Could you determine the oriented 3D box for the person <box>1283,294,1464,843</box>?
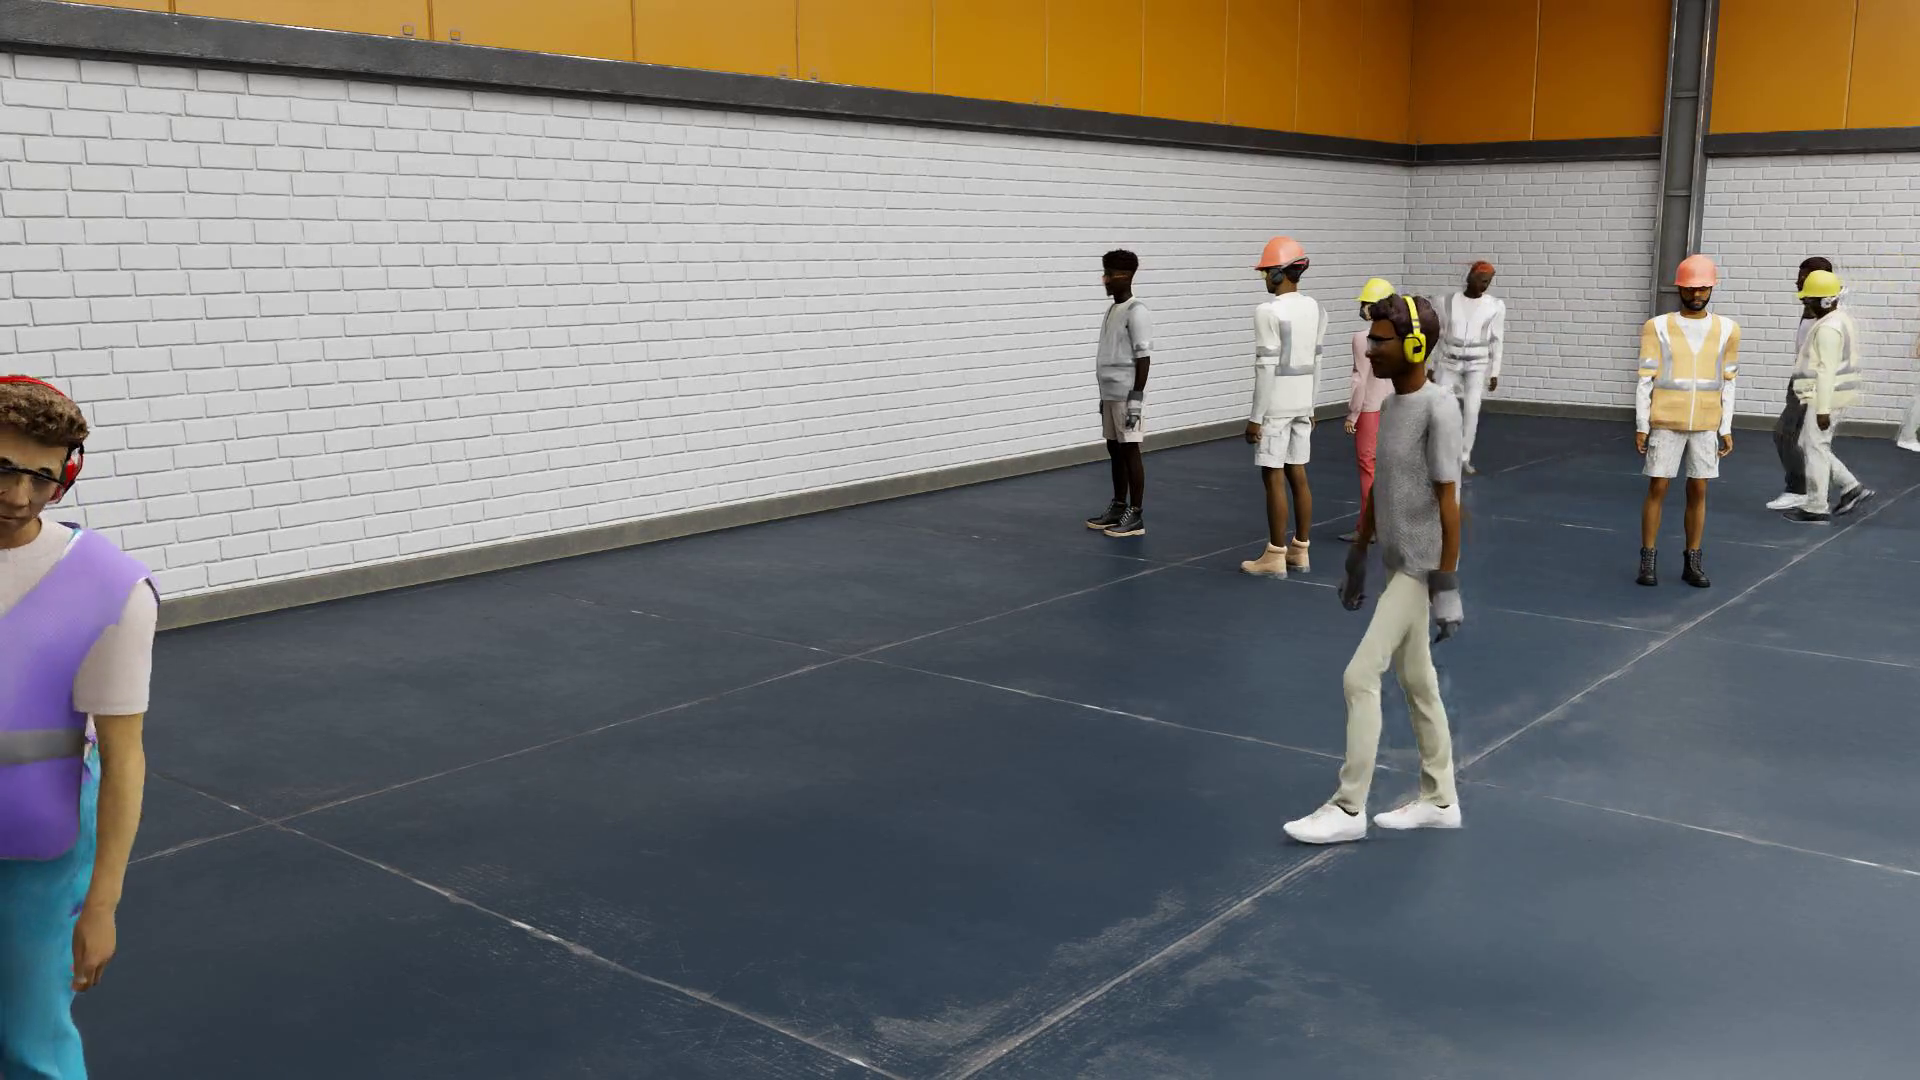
[{"bbox_3d":[1.387,0.111,5.576,0.798,1.840,0.561,-1,10,-4],"label":"person"}]

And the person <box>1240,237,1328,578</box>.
[{"bbox_3d":[1.922,-0.793,10.024,0.616,2.039,0.386,-10,14,-42],"label":"person"}]

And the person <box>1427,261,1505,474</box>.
[{"bbox_3d":[4.356,-1.496,14.458,0.691,1.847,0.437,4,11,23],"label":"person"}]

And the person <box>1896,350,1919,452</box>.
[{"bbox_3d":[9.314,-1.747,15.749,0.712,1.877,0.601,10,14,43],"label":"person"}]

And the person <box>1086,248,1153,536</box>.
[{"bbox_3d":[1.106,-1.011,11.437,0.361,1.964,0.614,-3,11,-16],"label":"person"}]

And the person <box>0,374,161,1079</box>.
[{"bbox_3d":[-1.770,0.593,3.026,0.664,1.789,0.639,-1,10,-5],"label":"person"}]

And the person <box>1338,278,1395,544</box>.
[{"bbox_3d":[2.773,-0.859,11.154,0.526,1.769,0.316,-8,13,-39],"label":"person"}]

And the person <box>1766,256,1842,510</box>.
[{"bbox_3d":[6.288,-1.156,12.429,0.596,1.895,0.614,4,11,20],"label":"person"}]

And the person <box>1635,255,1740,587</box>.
[{"bbox_3d":[4.236,-0.685,9.708,0.551,1.936,0.356,2,10,10],"label":"person"}]

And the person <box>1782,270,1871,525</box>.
[{"bbox_3d":[6.138,-0.993,11.777,0.531,1.809,0.613,6,12,32],"label":"person"}]
